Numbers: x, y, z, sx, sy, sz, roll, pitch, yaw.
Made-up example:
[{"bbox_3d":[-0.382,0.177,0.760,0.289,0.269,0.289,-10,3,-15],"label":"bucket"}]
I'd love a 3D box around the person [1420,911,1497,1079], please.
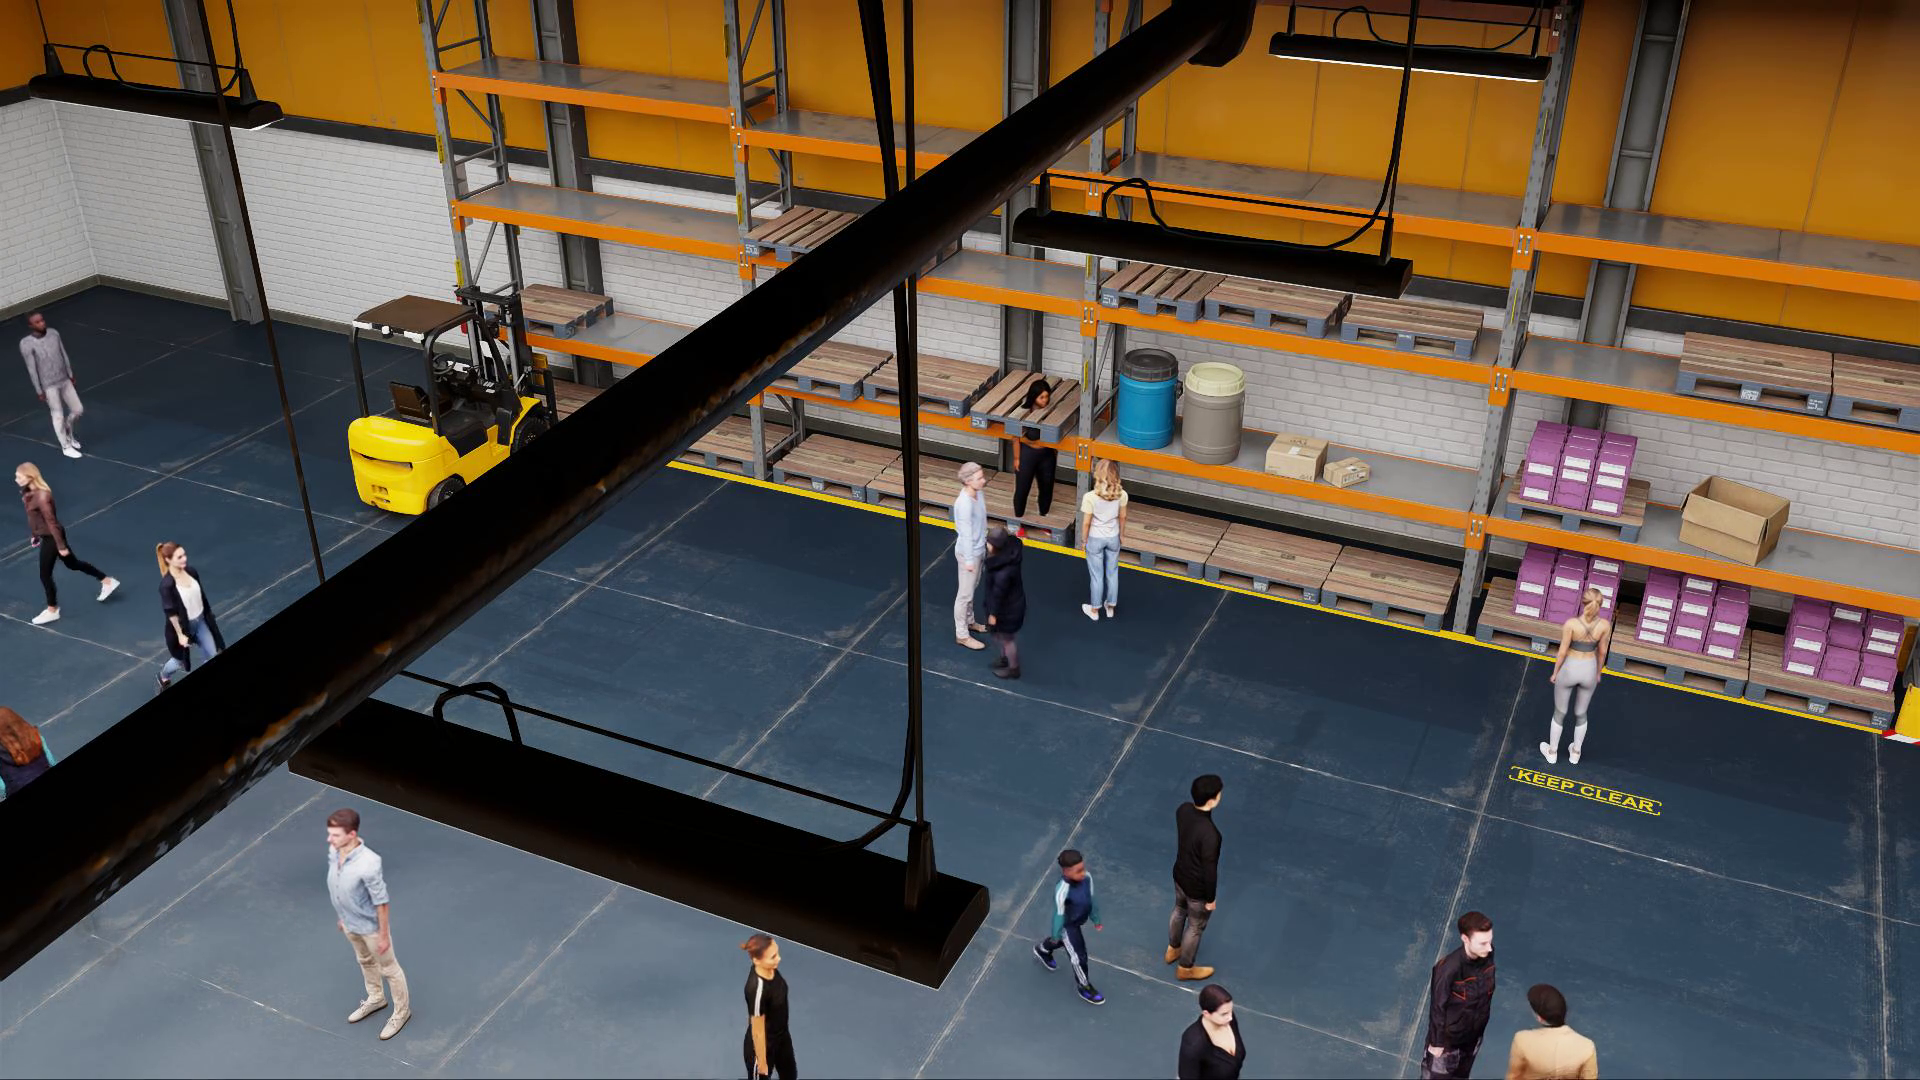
[{"bbox_3d":[3.106,3.083,10.406,0.776,1.914,0.757,-21,35,-33],"label":"person"}]

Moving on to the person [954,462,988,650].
[{"bbox_3d":[0.099,0.115,15.866,0.636,1.894,0.689,7,29,13],"label":"person"}]

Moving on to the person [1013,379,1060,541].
[{"bbox_3d":[0.809,-0.891,17.796,0.769,1.813,0.839,-8,30,-14],"label":"person"}]

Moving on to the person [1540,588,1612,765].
[{"bbox_3d":[5.257,1.152,14.166,0.585,1.703,0.702,2,29,4],"label":"person"}]

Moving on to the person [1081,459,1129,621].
[{"bbox_3d":[1.405,-0.004,16.263,0.700,1.723,0.767,-9,30,-16],"label":"person"}]

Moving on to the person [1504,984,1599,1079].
[{"bbox_3d":[3.529,3.415,10.021,0.750,1.699,0.830,14,31,23],"label":"person"}]

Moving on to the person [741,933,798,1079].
[{"bbox_3d":[-1.305,3.155,10.553,1.071,1.646,0.766,4,29,8],"label":"person"}]

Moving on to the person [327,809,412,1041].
[{"bbox_3d":[-4.063,2.590,11.379,0.556,1.847,0.745,18,34,30],"label":"person"}]

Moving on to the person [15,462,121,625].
[{"bbox_3d":[-8.835,-0.028,16.362,1.023,1.672,1.110,-18,34,-30],"label":"person"}]

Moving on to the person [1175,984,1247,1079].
[{"bbox_3d":[1.466,3.357,10.065,0.700,1.758,0.728,21,35,33],"label":"person"}]

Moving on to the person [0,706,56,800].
[{"bbox_3d":[-7.196,1.948,12.932,0.839,1.487,0.989,-18,34,-30],"label":"person"}]

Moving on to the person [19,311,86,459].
[{"bbox_3d":[-10.699,-1.850,19.540,0.626,1.826,0.700,13,31,22],"label":"person"}]

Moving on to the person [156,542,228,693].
[{"bbox_3d":[-6.988,0.777,14.902,1.066,1.655,0.629,12,31,20],"label":"person"}]

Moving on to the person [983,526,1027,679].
[{"bbox_3d":[0.492,0.598,15.233,0.745,1.653,0.757,5,29,9],"label":"person"}]

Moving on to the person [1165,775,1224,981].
[{"bbox_3d":[1.674,2.396,11.866,0.758,1.720,0.696,-10,30,-18],"label":"person"}]

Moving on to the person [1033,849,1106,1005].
[{"bbox_3d":[0.752,2.678,11.856,0.952,1.235,0.659,21,35,33],"label":"person"}]
